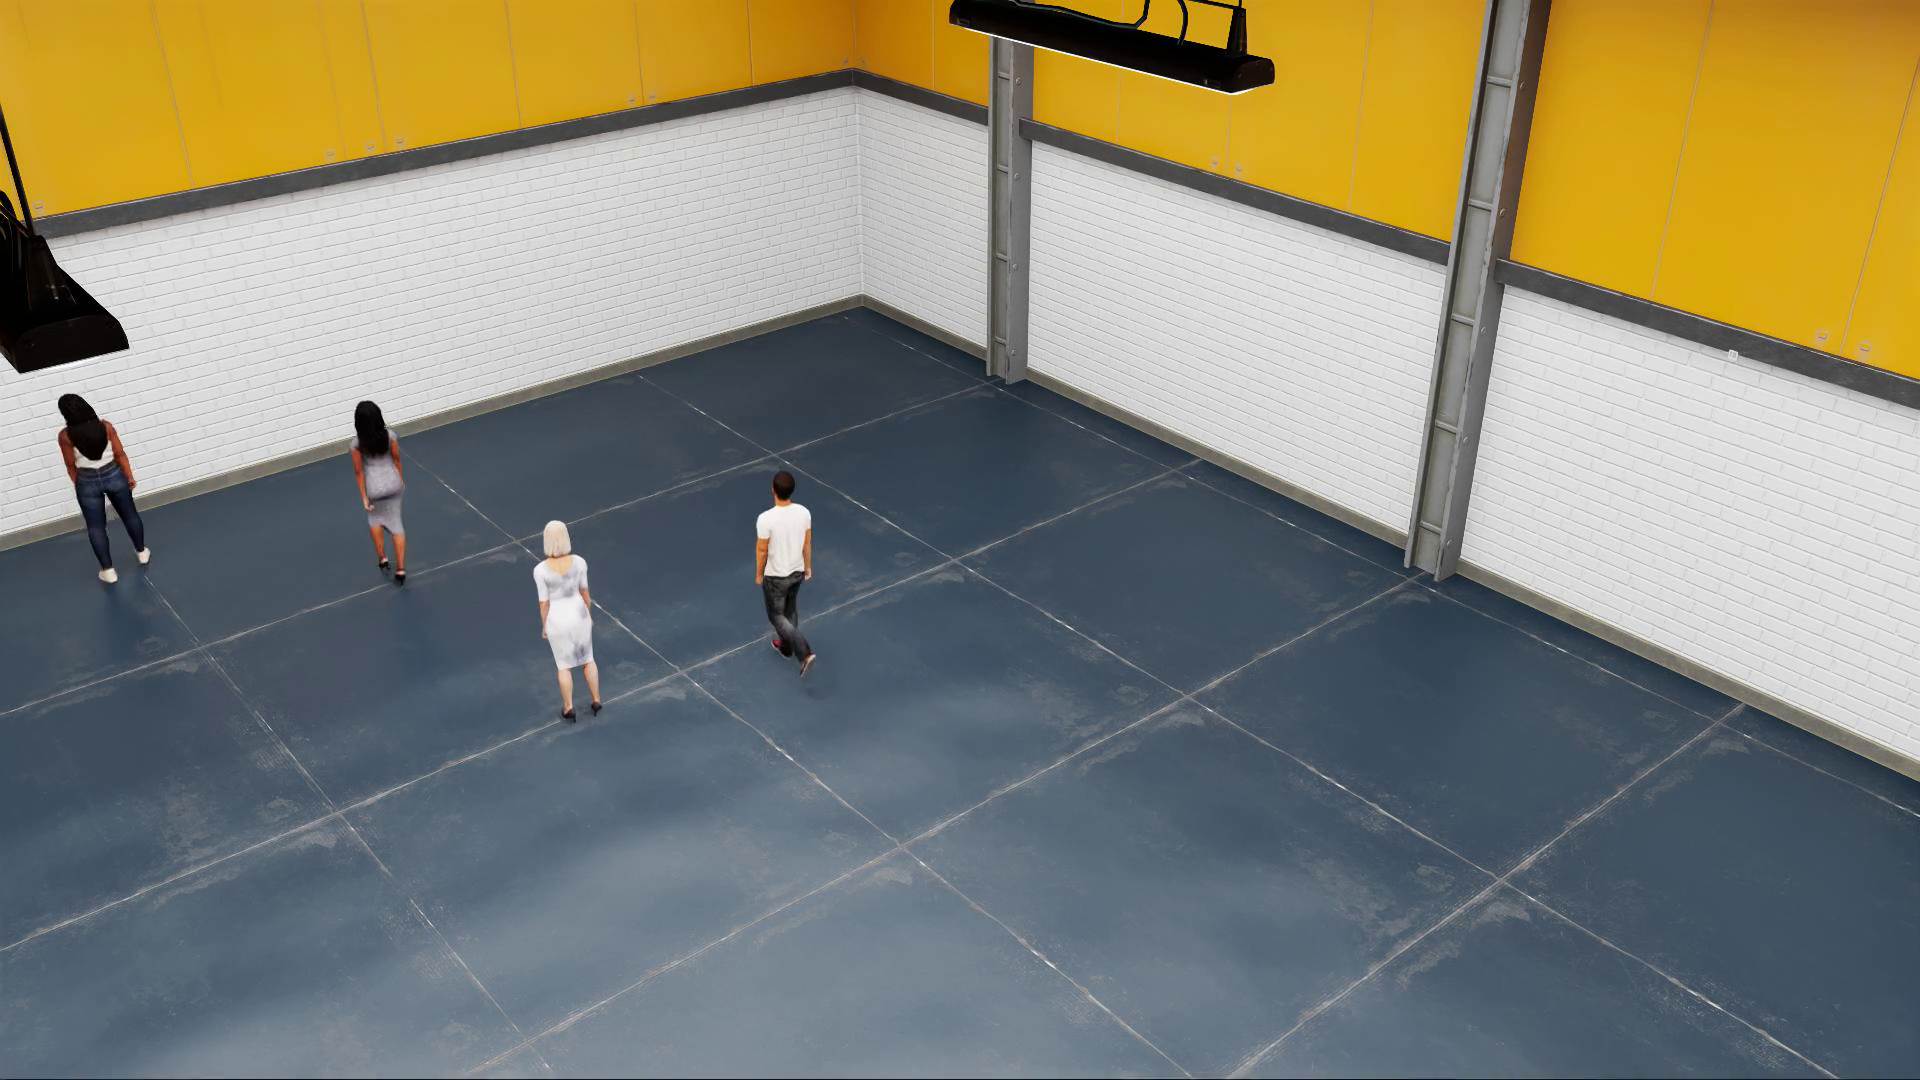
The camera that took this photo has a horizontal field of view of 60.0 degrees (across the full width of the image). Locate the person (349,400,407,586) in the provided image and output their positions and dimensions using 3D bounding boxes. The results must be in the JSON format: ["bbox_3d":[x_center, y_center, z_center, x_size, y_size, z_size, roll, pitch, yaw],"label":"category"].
[{"bbox_3d":[-5.157,-0.394,14.942,0.663,1.765,0.762,-15,32,-25],"label":"person"}]

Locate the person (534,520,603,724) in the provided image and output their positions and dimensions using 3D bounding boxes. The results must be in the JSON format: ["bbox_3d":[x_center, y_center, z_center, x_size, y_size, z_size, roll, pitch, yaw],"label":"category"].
[{"bbox_3d":[-3.077,0.641,13.060,0.611,1.750,0.576,-14,31,-23],"label":"person"}]

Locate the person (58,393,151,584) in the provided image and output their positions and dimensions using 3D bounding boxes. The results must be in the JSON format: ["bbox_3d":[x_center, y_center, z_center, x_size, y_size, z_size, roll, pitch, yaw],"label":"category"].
[{"bbox_3d":[-7.811,-0.486,15.085,0.760,1.790,0.909,-9,30,-15],"label":"person"}]

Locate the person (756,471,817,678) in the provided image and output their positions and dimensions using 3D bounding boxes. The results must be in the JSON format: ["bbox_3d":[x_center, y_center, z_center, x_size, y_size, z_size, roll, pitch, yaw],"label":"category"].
[{"bbox_3d":[-1.405,0.306,13.644,0.644,1.780,0.992,-20,34,-32],"label":"person"}]
